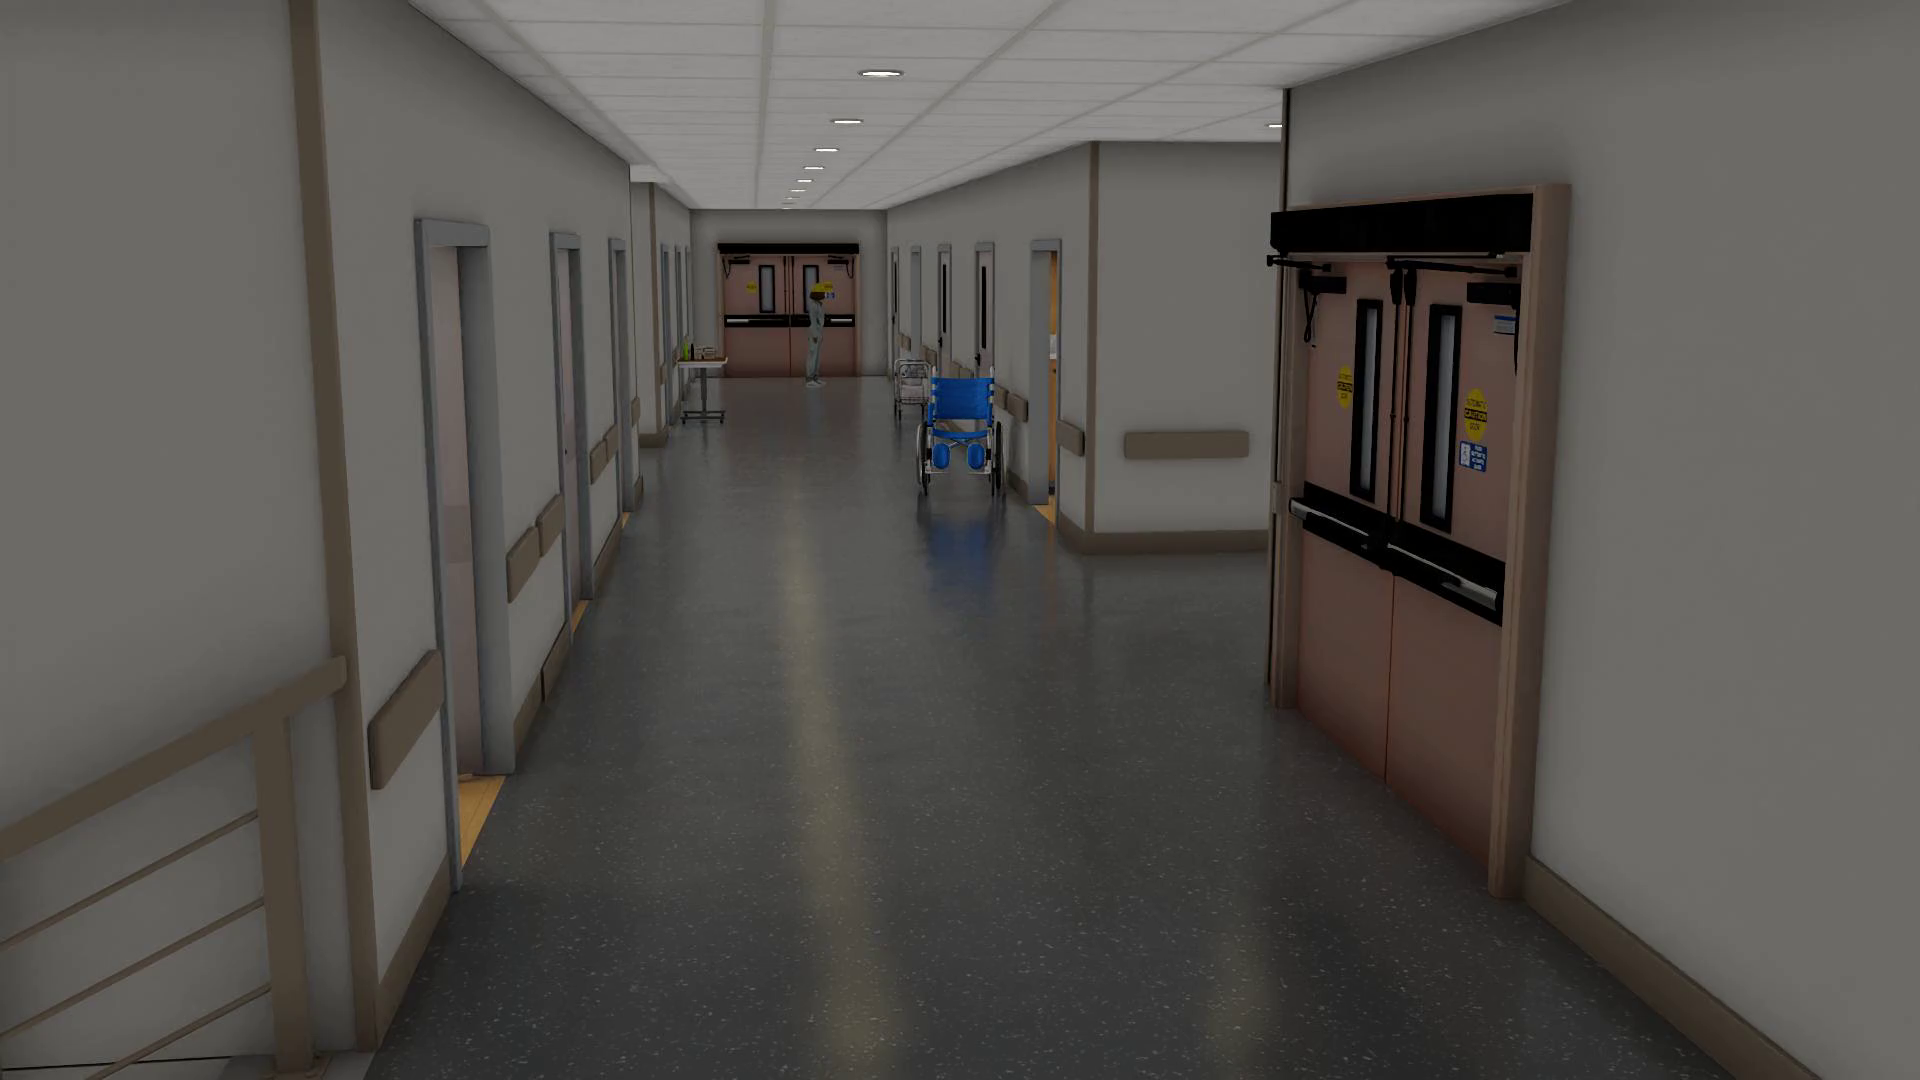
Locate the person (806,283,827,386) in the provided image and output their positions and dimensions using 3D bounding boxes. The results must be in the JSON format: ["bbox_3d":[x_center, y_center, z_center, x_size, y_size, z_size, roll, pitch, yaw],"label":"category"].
[{"bbox_3d":[-2.416,-3.476,28.177,0.358,1.734,0.485,2,10,11],"label":"person"}]
